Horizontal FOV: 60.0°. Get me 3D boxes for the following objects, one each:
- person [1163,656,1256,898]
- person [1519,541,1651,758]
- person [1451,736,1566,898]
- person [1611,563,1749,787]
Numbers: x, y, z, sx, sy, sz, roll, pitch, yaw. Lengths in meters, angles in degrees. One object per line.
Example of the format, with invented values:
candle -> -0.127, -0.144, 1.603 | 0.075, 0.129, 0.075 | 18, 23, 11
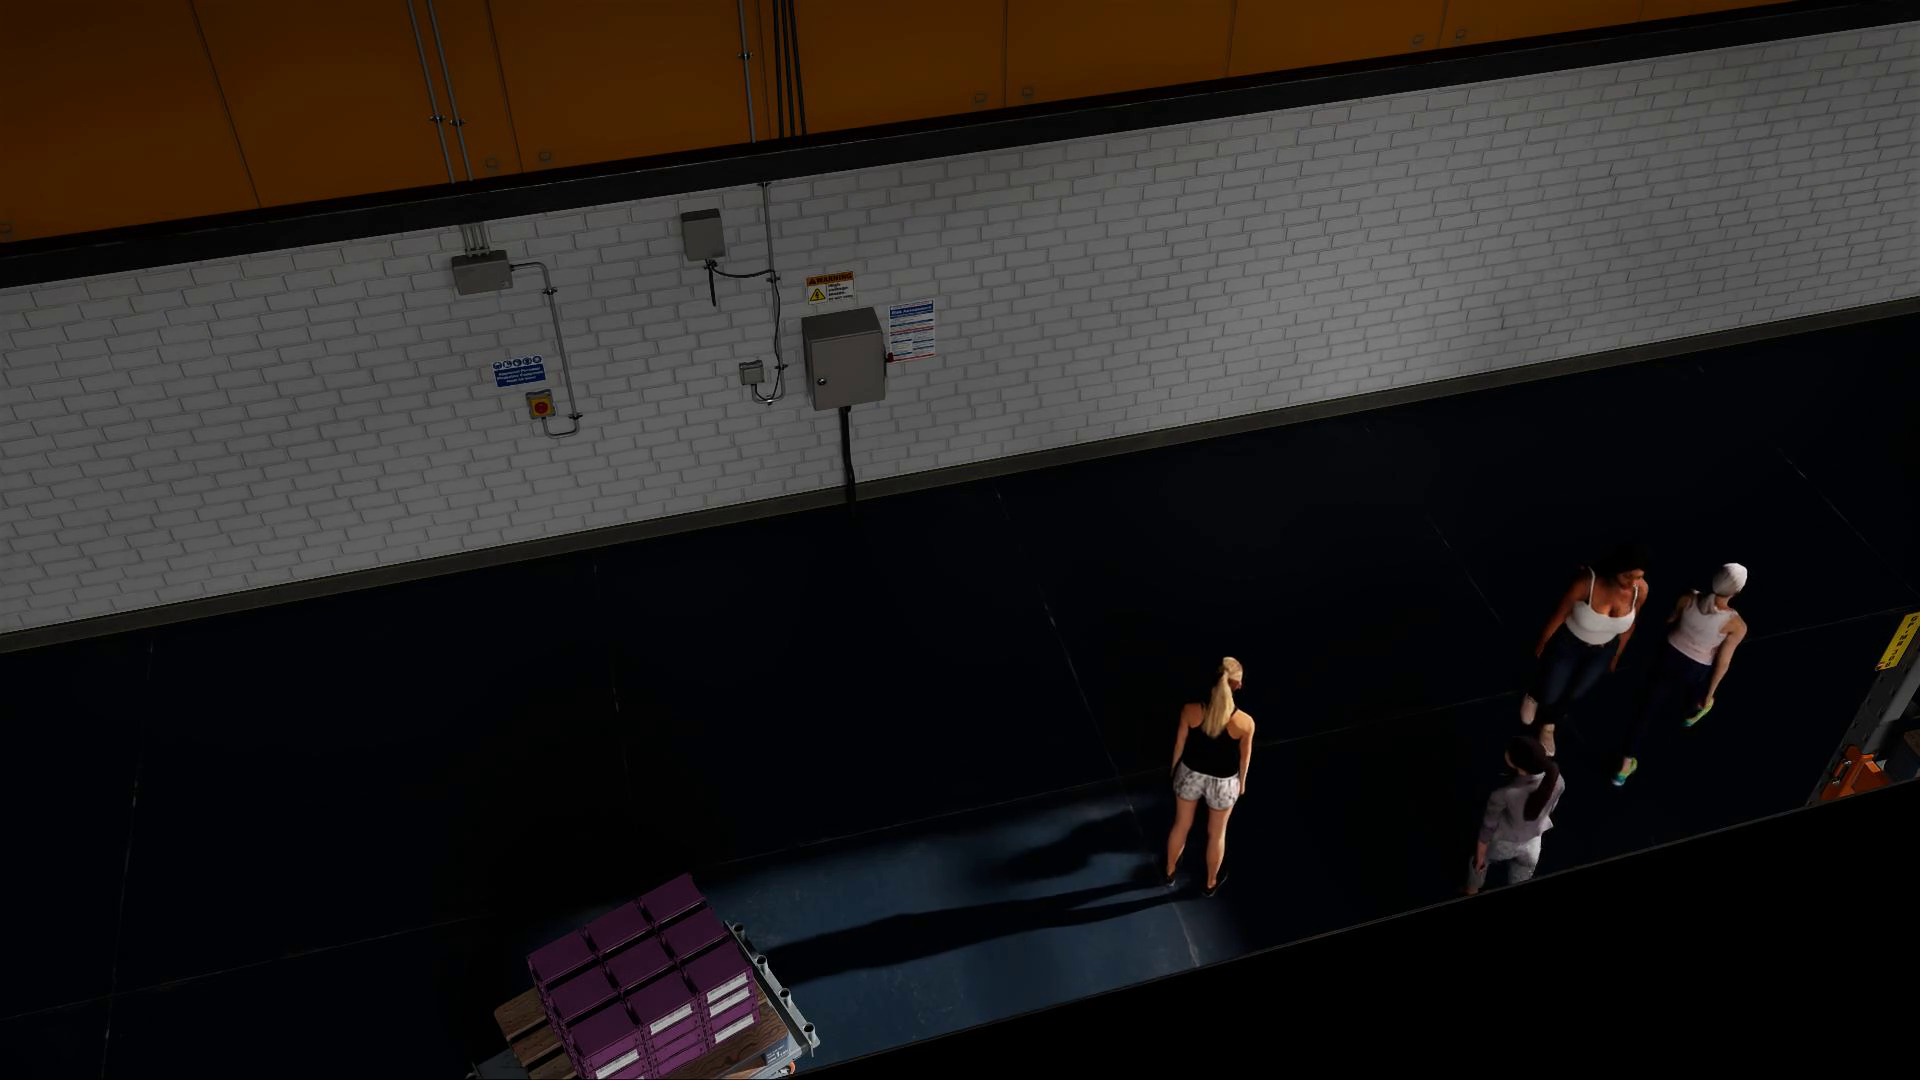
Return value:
person -> 1.392, 1.337, 9.351 | 0.674, 1.839, 0.709 | 15, 46, 16
person -> 3.780, 0.575, 10.186 | 0.813, 1.789, 0.858 | 5, 44, 5
person -> 3.024, 1.736, 9.075 | 0.645, 1.641, 1.085 | -4, 44, -4
person -> 4.286, 0.840, 10.008 | 1.208, 1.651, 1.105 | 33, 53, 30
